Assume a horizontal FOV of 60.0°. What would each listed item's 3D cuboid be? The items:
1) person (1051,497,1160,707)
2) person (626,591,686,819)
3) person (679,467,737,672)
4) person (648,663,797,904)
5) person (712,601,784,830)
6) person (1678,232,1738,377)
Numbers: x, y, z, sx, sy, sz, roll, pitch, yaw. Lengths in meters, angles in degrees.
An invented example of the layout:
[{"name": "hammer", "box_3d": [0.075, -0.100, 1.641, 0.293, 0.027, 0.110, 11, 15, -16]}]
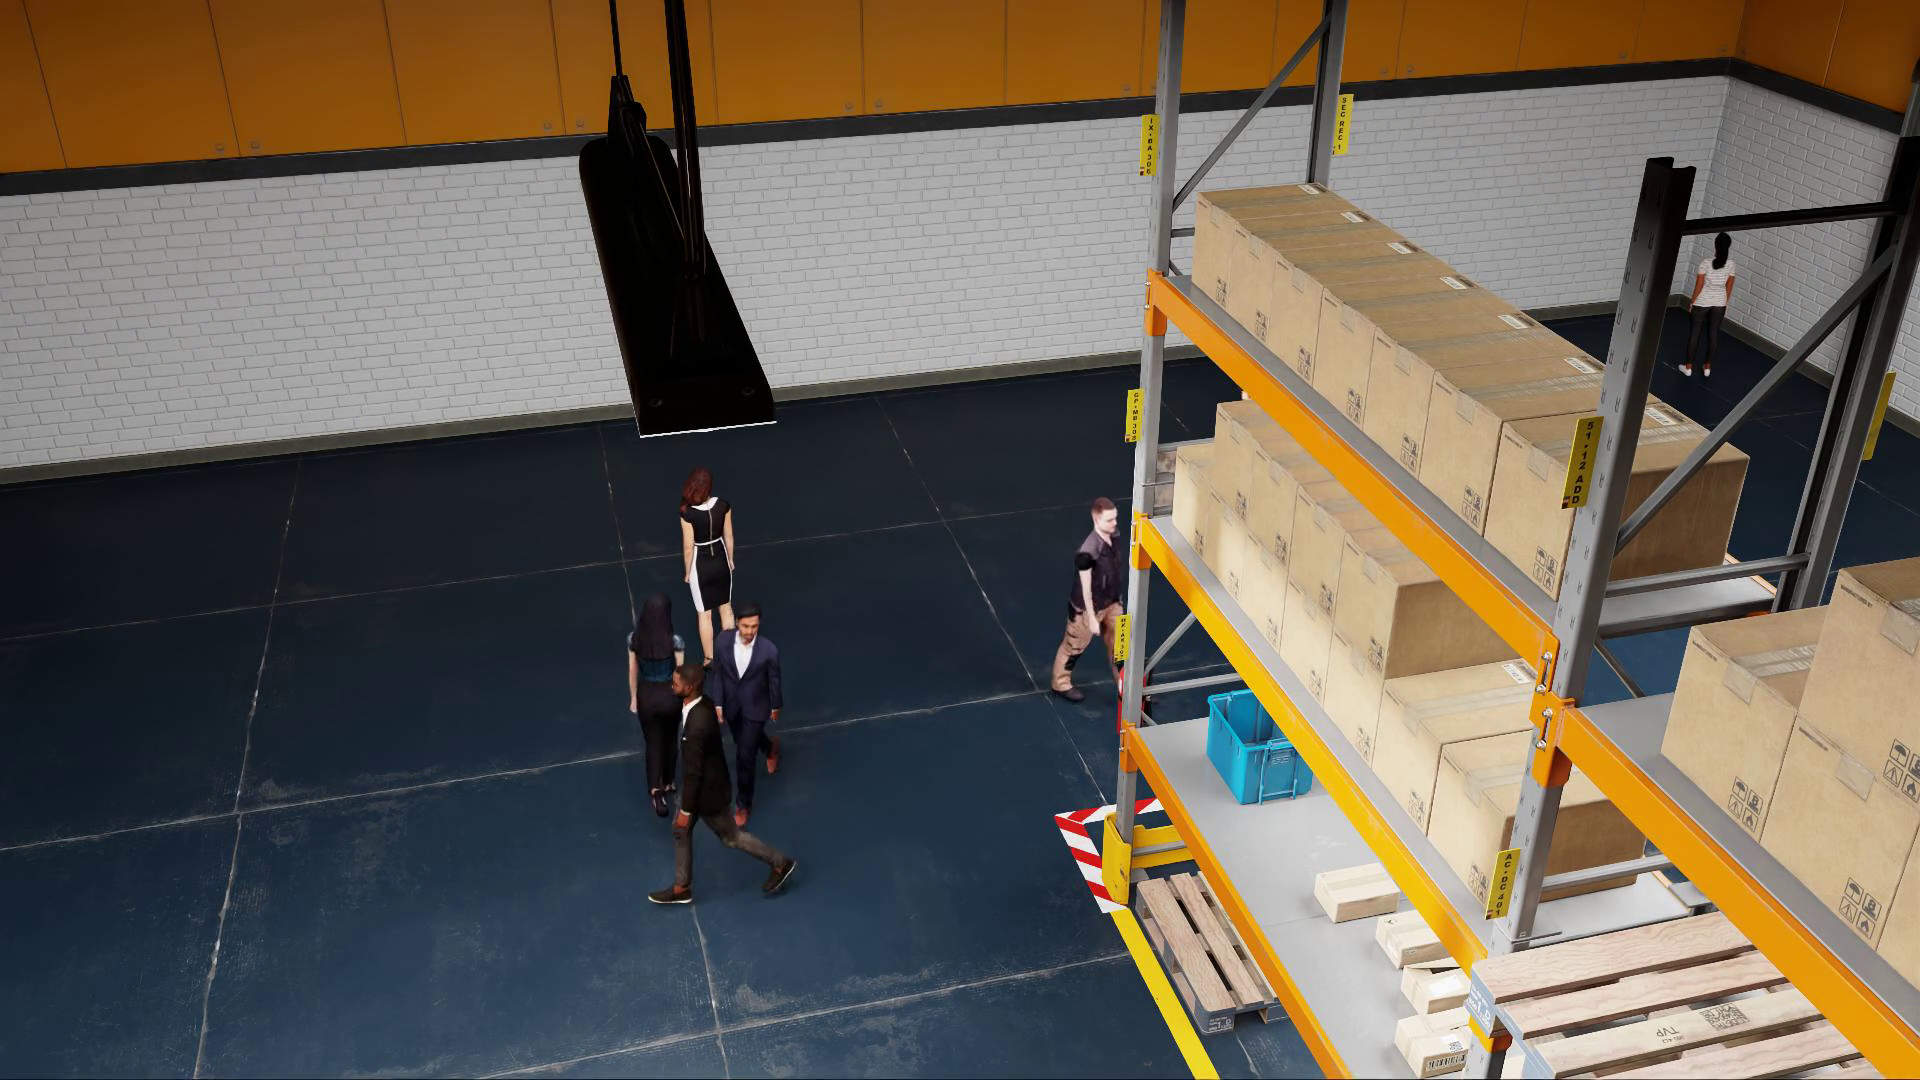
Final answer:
[{"name": "person", "box_3d": [0.945, 0.467, 12.682, 1.219, 1.800, 1.078, 21, 35, 33]}, {"name": "person", "box_3d": [-2.074, 1.185, 11.458, 0.727, 1.710, 0.953, 0, 29, 1]}, {"name": "person", "box_3d": [-1.968, 0.244, 13.095, 0.633, 1.796, 0.584, -17, 33, -28]}, {"name": "person", "box_3d": [-1.522, 1.602, 10.647, 0.723, 1.756, 1.120, -9, 30, -16]}, {"name": "person", "box_3d": [-1.458, 1.114, 11.603, 0.981, 1.696, 1.169, 9, 30, 15]}, {"name": "person", "box_3d": [8.344, -2.624, 18.509, 0.635, 1.646, 0.629, 2, 29, 4]}]
